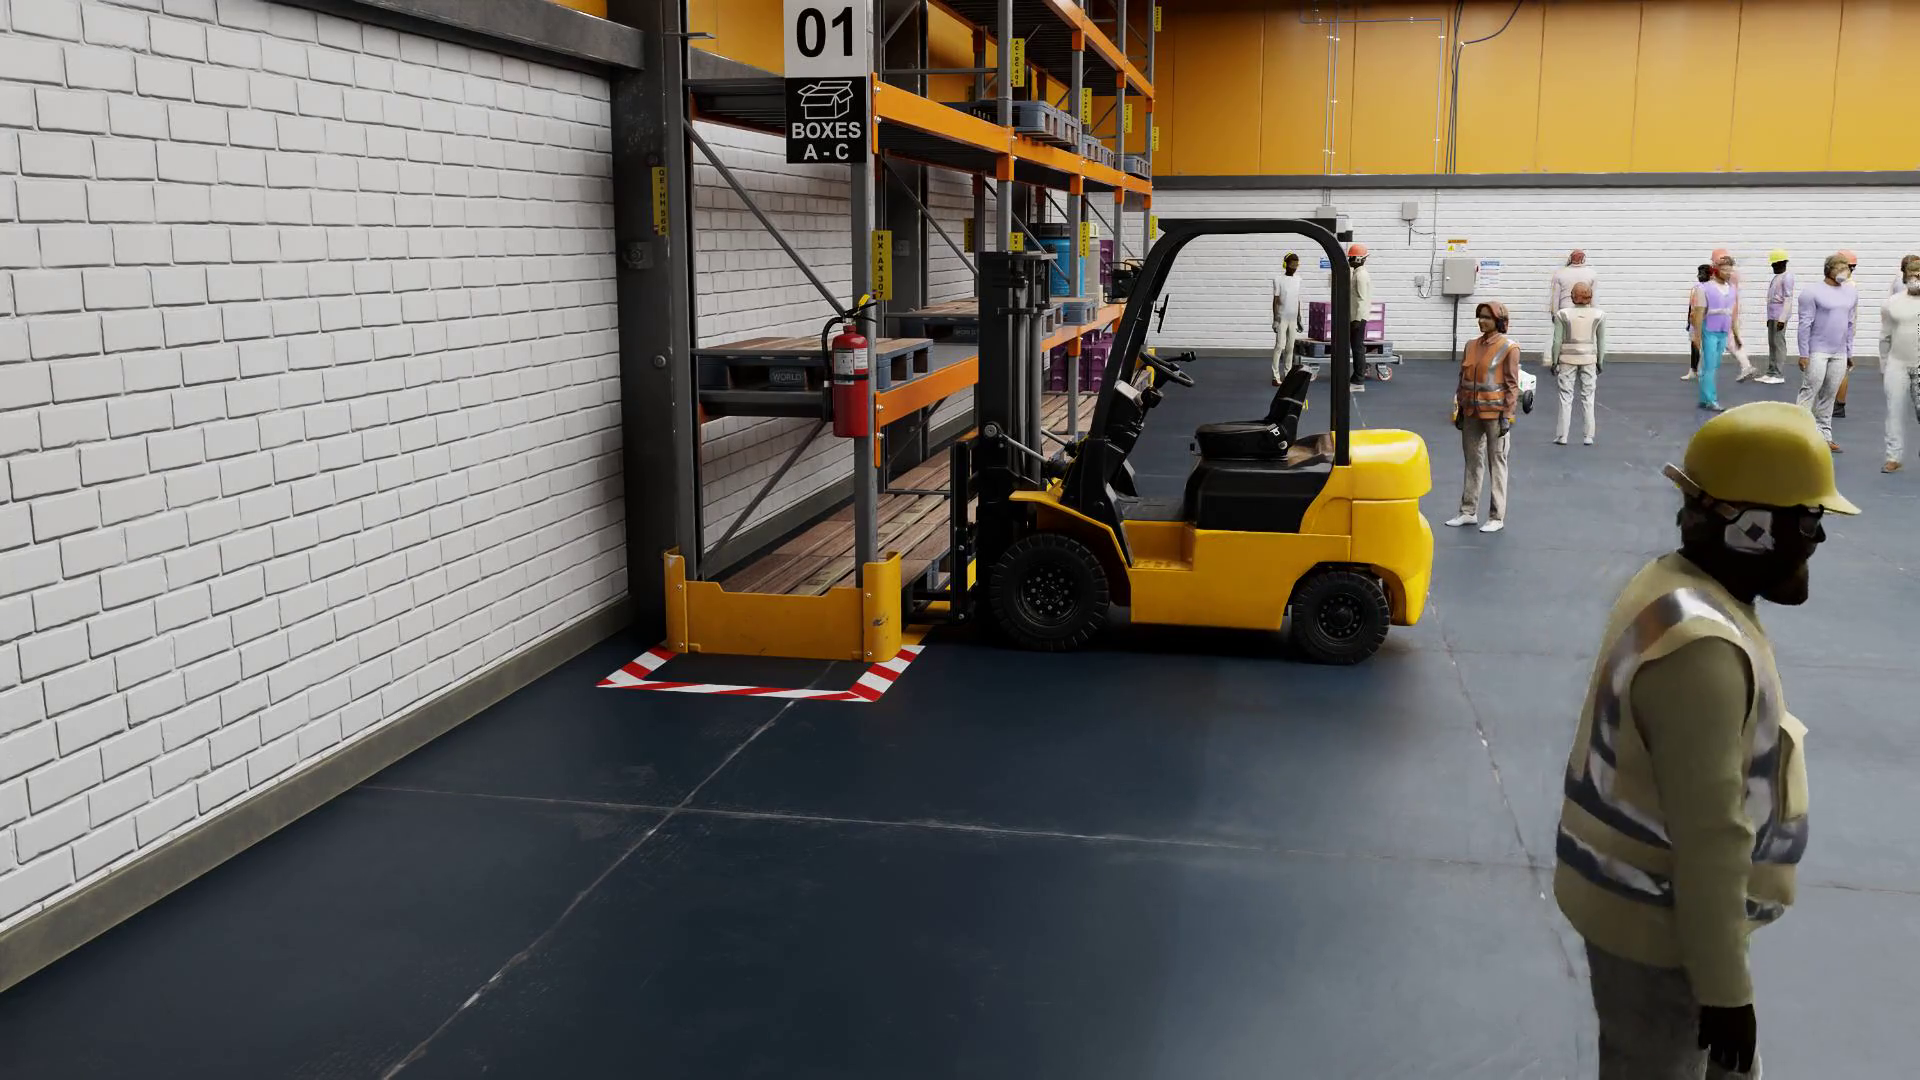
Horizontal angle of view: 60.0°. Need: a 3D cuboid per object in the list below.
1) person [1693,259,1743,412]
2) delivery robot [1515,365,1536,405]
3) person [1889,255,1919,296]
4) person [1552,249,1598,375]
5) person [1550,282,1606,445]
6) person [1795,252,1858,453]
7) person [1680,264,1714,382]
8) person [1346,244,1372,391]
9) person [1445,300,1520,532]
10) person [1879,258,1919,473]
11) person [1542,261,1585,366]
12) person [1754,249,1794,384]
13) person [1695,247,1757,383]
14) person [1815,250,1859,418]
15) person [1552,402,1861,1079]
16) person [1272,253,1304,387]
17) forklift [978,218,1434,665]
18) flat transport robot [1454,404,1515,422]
[{"bbox_3d":[9.185,-2.458,20.048,0.608,1.817,0.723,-5,11,-24],"label":"person"},{"bbox_3d":[6.687,-1.869,20.008,0.477,0.478,0.707,6,12,31],"label":"delivery robot"},{"bbox_3d":[13.322,-3.094,23.469,0.429,1.835,0.637,5,11,25],"label":"person"},{"bbox_3d":[9.305,-3.445,25.198,0.651,1.907,0.409,4,11,19],"label":"person"},{"bbox_3d":[6.209,-1.766,16.727,0.523,1.638,0.311,2,10,9],"label":"person"},{"bbox_3d":[8.390,-1.802,16.108,0.628,1.940,0.373,-3,11,-14],"label":"person"},{"bbox_3d":[10.743,-3.136,24.079,0.315,1.695,0.541,-5,11,-25],"label":"person"},{"bbox_3d":[5.383,-3.015,22.598,0.381,1.993,0.622,2,10,9],"label":"person"},{"bbox_3d":[3.751,-0.882,11.870,0.307,1.645,0.513,-6,12,-30],"label":"person"},{"bbox_3d":[8.551,-1.562,14.890,0.633,1.910,0.828,10,14,43],"label":"person"},{"bbox_3d":[9.828,-3.671,26.799,0.809,1.785,0.683,2,11,13],"label":"person"},{"bbox_3d":[11.686,-3.197,23.798,0.374,1.922,0.586,1,10,7],"label":"person"},{"bbox_3d":[11.040,-3.231,23.941,0.656,1.951,0.912,-6,12,-28],"label":"person"},{"bbox_3d":[10.213,-2.389,19.326,0.356,1.938,0.543,5,12,26],"label":"person"},{"bbox_3d":[1.299,0.654,2.988,0.439,1.811,0.631,4,11,23],"label":"person"},{"bbox_3d":[4.595,-3.074,23.299,0.514,1.861,0.329,-6,12,-29],"label":"person"},{"bbox_3d":[1.285,-0.567,8.635,2.313,2.155,1.214,2,11,11],"label":"forklift"},{"bbox_3d":[6.041,-1.530,19.185,0.652,0.197,1.431,3,11,16],"label":"flat transport robot"}]
